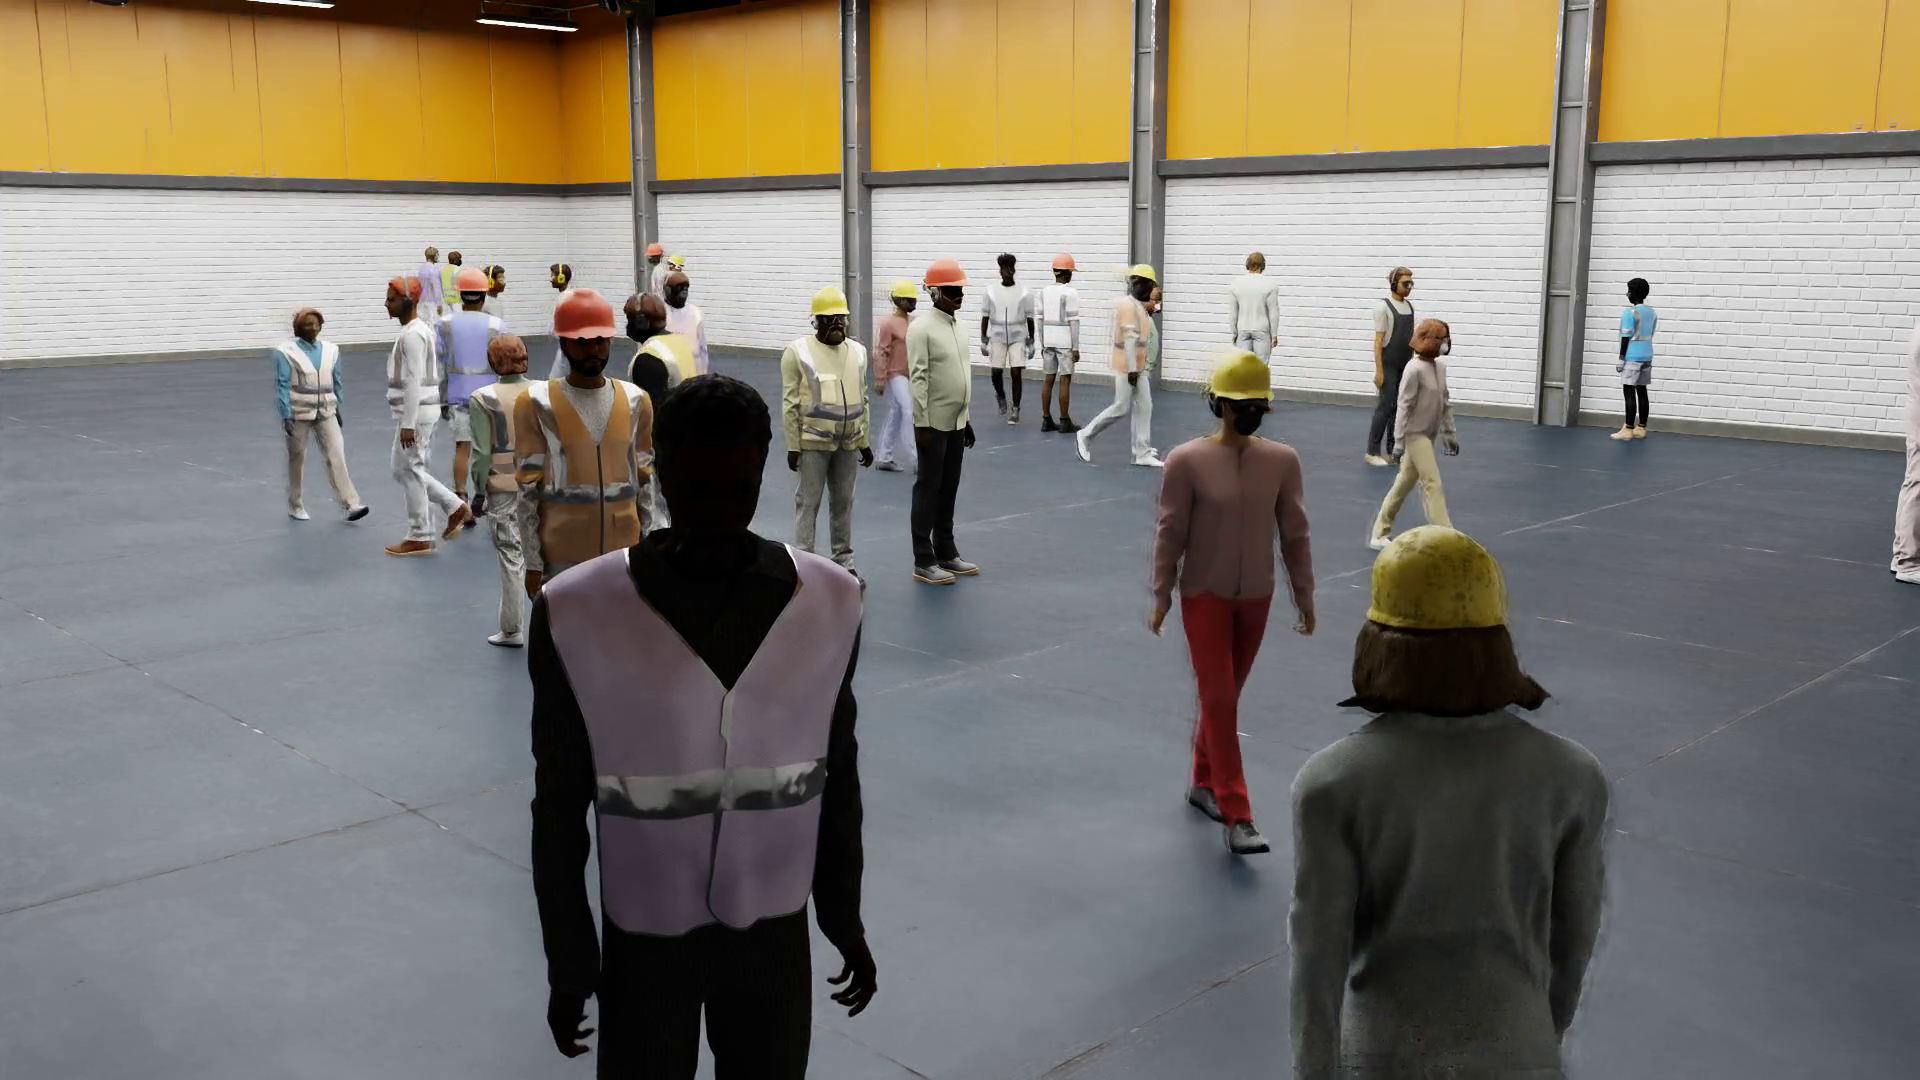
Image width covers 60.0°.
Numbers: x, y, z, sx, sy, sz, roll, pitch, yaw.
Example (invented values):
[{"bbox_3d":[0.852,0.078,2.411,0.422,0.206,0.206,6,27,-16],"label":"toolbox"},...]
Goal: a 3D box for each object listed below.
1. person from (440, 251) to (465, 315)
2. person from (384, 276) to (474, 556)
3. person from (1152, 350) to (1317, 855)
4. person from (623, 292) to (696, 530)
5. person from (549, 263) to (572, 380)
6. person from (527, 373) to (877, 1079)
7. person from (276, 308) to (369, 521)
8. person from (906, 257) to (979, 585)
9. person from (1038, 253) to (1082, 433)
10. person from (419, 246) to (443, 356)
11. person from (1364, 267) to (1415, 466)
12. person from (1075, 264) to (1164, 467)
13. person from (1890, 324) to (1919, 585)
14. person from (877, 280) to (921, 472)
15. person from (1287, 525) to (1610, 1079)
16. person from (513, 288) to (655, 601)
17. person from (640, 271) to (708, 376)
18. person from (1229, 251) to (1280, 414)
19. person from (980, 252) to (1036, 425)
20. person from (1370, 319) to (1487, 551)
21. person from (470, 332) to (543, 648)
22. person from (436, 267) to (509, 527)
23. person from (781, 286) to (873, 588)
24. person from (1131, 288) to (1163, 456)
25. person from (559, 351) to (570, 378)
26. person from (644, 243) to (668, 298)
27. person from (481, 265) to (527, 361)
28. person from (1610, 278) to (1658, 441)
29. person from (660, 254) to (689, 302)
[{"bbox_3d":[-9.135,-4.305,30.165,0.624,1.844,0.430,8,13,37],"label":"person"},{"bbox_3d":[-3.588,-0.818,11.078,0.511,1.867,0.579,-4,11,-20],"label":"person"},{"bbox_3d":[0.993,0.216,5.786,0.552,1.725,0.853,-4,11,-19],"label":"person"},{"bbox_3d":[-1.619,-0.526,9.649,0.644,1.812,0.645,2,11,12],"label":"person"},{"bbox_3d":[-4.314,-2.166,18.546,0.924,1.831,0.539,-1,10,-6],"label":"person"},{"bbox_3d":[-0.434,0.665,2.868,0.587,1.913,0.391,-5,12,-25],"label":"person"},{"bbox_3d":[-4.759,-0.906,12.297,0.866,1.592,0.543,10,14,42],"label":"person"},{"bbox_3d":[-0.100,-0.737,10.283,0.379,1.996,0.610,6,12,29],"label":"person"},{"bbox_3d":[1.097,-2.127,18.022,0.377,1.936,0.549,-10,14,-43],"label":"person"},{"bbox_3d":[-9.016,-4.035,28.424,0.352,1.937,0.635,-9,13,-39],"label":"person"},{"bbox_3d":[4.033,-1.599,15.430,0.553,1.841,0.379,-8,13,-39],"label":"person"},{"bbox_3d":[1.526,-1.619,15.428,0.823,1.872,0.625,5,12,25],"label":"person"},{"bbox_3d":[6.001,-0.676,10.199,0.402,1.906,0.652,5,12,26],"label":"person"},{"bbox_3d":[-0.423,-1.435,14.811,0.849,1.730,0.528,7,12,32],"label":"person"},{"bbox_3d":[0.757,0.819,2.640,0.498,1.685,0.931,1,10,8],"label":"person"},{"bbox_3d":[-1.380,0.031,6.251,0.542,1.939,0.361,-6,12,-31],"label":"person"},{"bbox_3d":[-2.467,-1.391,14.304,0.640,1.830,0.579,-7,13,-35],"label":"person"},{"bbox_3d":[3.530,-2.472,19.938,0.631,1.945,0.422,6,12,30],"label":"person"},{"bbox_3d":[0.549,-2.283,18.854,0.645,1.943,0.539,1,10,8],"label":"person"},{"bbox_3d":[3.095,-0.661,10.962,0.845,1.579,0.520,8,13,38],"label":"person"},{"bbox_3d":[-2.295,-0.256,8.643,0.513,1.637,0.313,-10,14,-42],"label":"person"},{"bbox_3d":[-3.607,-1.062,12.336,0.549,1.910,0.942,-1,10,-7],"label":"person"},{"bbox_3d":[-0.780,-0.598,9.969,0.586,1.835,0.403,-7,12,-33],"label":"person"},{"bbox_3d":[1.819,-1.641,16.207,0.286,1.631,0.502,2,11,11],"label":"person"},{"bbox_3d":[-3.535,-1.462,15.361,0.872,1.587,0.512,2,11,13],"label":"person"},{"bbox_3d":[-5.045,-4.097,28.618,0.930,2.008,0.605,-4,11,-21],"label":"person"},{"bbox_3d":[-4.780,-1.919,17.229,0.999,1.820,0.536,0,10,0],"label":"person"},{"bbox_3d":[7.060,-1.886,17.388,0.531,1.691,0.319,-8,13,-38],"label":"person"},{"bbox_3d":[-4.606,-3.723,27.040,0.586,1.823,0.403,10,14,43],"label":"person"}]
